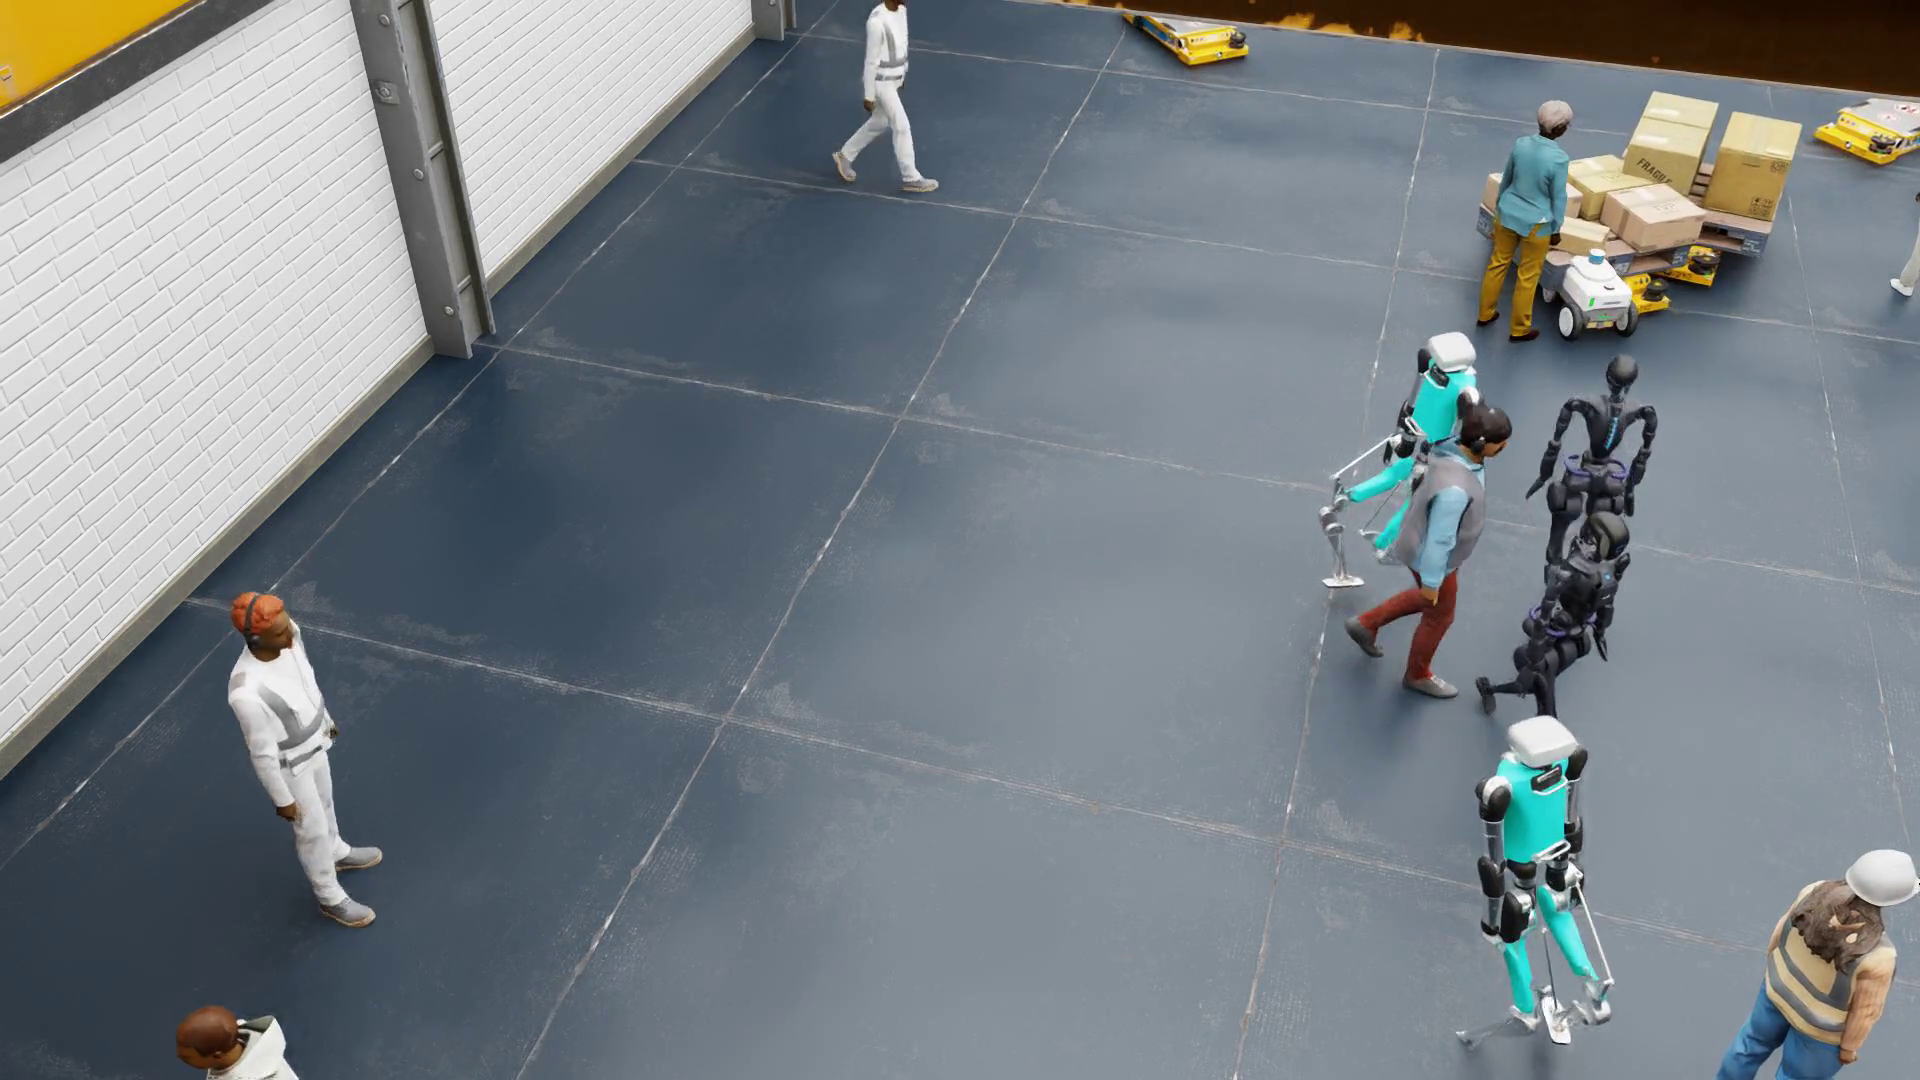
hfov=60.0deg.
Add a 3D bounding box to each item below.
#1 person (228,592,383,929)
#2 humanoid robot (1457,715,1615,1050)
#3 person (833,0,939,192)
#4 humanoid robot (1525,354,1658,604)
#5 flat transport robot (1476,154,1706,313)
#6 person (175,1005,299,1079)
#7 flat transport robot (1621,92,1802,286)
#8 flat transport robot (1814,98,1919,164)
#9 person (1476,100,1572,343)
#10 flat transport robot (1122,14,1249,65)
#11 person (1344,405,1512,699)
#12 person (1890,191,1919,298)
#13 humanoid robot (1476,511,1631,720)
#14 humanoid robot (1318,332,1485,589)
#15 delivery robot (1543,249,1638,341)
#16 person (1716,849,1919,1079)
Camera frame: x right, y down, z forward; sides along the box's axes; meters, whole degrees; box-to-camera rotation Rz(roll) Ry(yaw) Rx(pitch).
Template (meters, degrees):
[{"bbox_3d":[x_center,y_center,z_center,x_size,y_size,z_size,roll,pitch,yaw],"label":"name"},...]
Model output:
[{"bbox_3d":[-2.971,0.969,7.518,0.391,1.877,0.592,0,39,0],"label":"person"},{"bbox_3d":[2.462,1.604,6.869,0.553,1.762,0.884,-20,43,-23],"label":"humanoid robot"},{"bbox_3d":[-0.646,-3.699,13.360,0.895,1.841,0.582,11,40,13],"label":"person"},{"bbox_3d":[3.492,-0.278,9.275,0.593,1.646,0.766,5,39,6],"label":"humanoid robot"},{"bbox_3d":[4.683,-2.130,12.654,0.659,0.231,1.431,-11,40,-14],"label":"flat transport robot"},{"bbox_3d":[-2.539,2.265,6.033,0.958,1.713,0.548,-17,42,-20],"label":"person"},{"bbox_3d":[5.680,-2.454,13.056,0.659,0.231,1.431,18,42,21],"label":"flat transport robot"},{"bbox_3d":[8.222,-3.645,14.538,1.431,0.231,0.659,-21,43,-24],"label":"flat transport robot"},{"bbox_3d":[3.953,-2.214,11.574,0.346,1.751,0.525,-25,45,-28],"label":"person"},{"bbox_3d":[2.178,-5.029,16.260,0.659,0.231,1.431,-15,41,-18],"label":"flat transport robot"},{"bbox_3d":[2.439,0.042,8.685,0.573,1.853,0.574,11,40,14],"label":"person"},{"bbox_3d":[7.200,-2.505,12.023,0.513,1.640,0.314,6,39,7],"label":"person"},{"bbox_3d":[2.960,0.468,8.364,0.603,1.651,0.754,-20,43,-23],"label":"humanoid robot"},{"bbox_3d":[2.409,-0.348,9.281,1.009,1.752,0.554,-11,40,-13],"label":"humanoid robot"},{"bbox_3d":[4.551,-1.800,12.024,0.499,0.606,0.794,-5,39,-6],"label":"delivery robot"},{"bbox_3d":[3.351,1.829,6.564,0.367,1.729,0.487,-12,40,-15],"label":"person"}]
